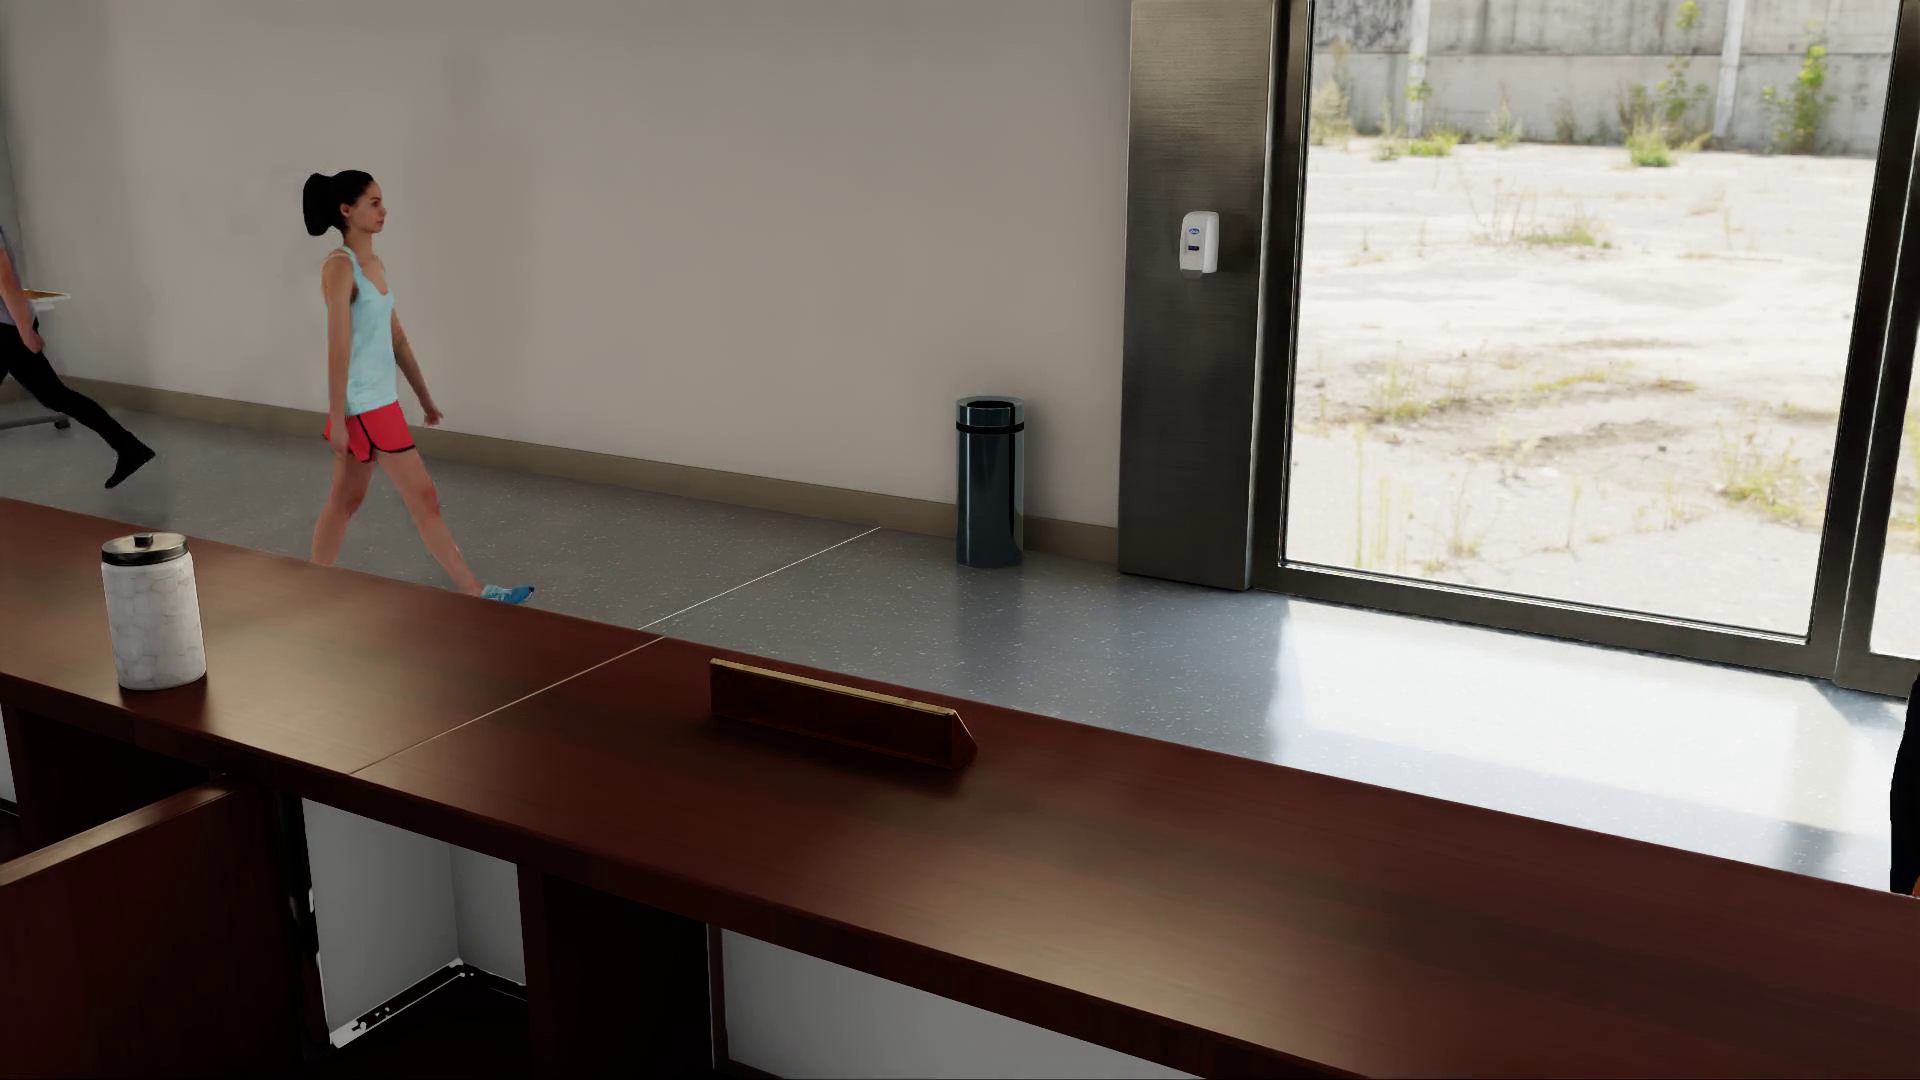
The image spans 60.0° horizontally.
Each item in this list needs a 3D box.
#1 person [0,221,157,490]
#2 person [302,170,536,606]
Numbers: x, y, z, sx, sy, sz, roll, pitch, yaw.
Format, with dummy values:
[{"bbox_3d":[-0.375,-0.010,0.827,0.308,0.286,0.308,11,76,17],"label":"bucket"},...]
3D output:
[{"bbox_3d":[-4.477,-1.003,7.998,1.434,1.794,1.065,-11,19,-34],"label":"person"},{"bbox_3d":[-2.297,-0.458,6.202,1.076,1.720,1.165,-1,16,-2],"label":"person"}]
